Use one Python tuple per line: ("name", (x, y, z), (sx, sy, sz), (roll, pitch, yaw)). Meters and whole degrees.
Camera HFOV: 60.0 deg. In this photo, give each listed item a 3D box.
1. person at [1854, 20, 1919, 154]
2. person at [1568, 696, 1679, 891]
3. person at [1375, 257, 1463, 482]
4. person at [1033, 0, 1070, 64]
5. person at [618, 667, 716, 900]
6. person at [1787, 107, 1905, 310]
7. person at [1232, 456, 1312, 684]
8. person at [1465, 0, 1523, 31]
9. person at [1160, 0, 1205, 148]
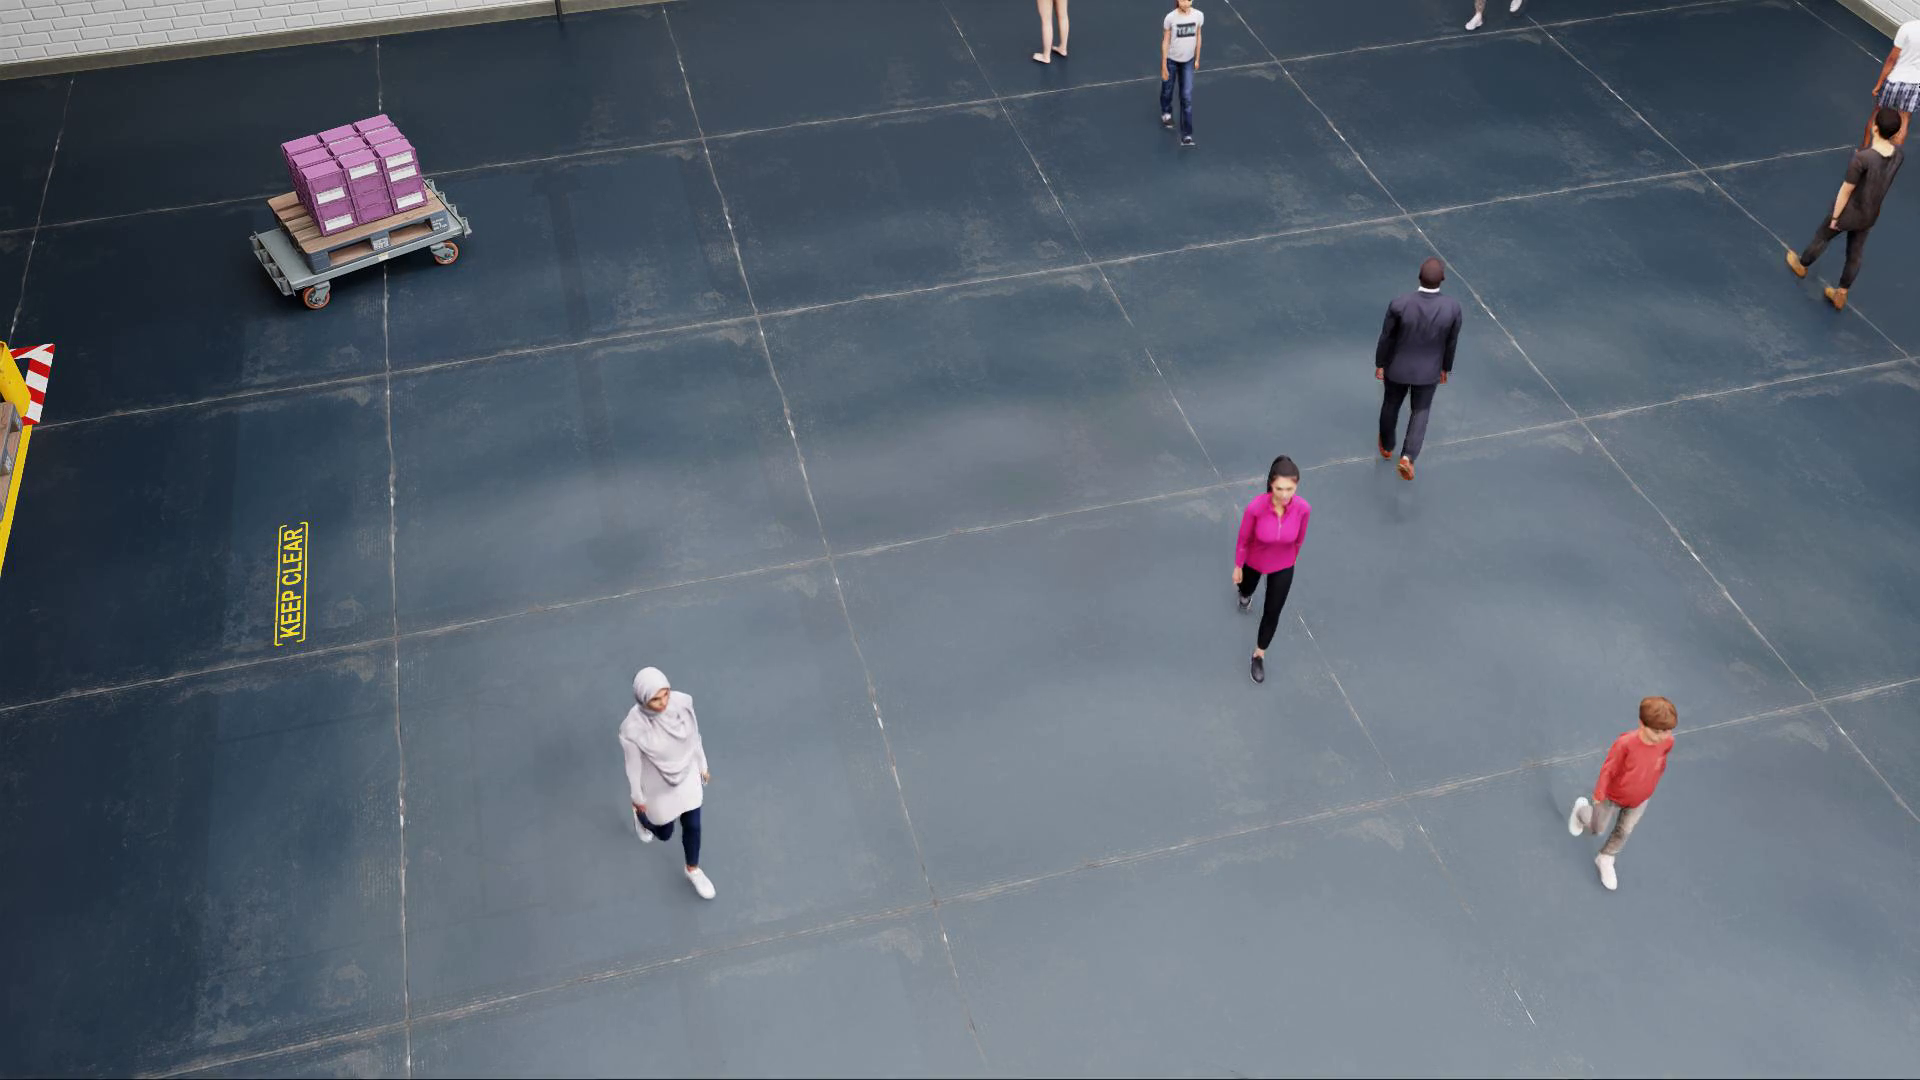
("person", (8.549, -4.119, 15.013), (0.875, 1.746, 0.947), (16, 46, 16))
("person", (3.777, 1.371, 9.495), (0.612, 1.410, 0.785), (-2, 44, -2))
("person", (3.246, -1.186, 11.889), (0.950, 1.809, 1.068), (10, 44, 10))
("person", (0.939, -5.583, 16.620), (0.661, 1.650, 0.644), (-29, 51, -27))
("person", (-1.671, 1.301, 9.314), (0.834, 1.759, 1.016), (-29, 51, -27))
("person", (7.326, -2.649, 13.516), (0.739, 1.683, 1.007), (-2, 44, -2))
("person", (1.961, 0.078, 10.662), (0.803, 1.671, 1.140), (2, 44, 2))
("person", (5.663, -6.160, 17.103), (1.061, 1.819, 1.054), (34, 53, 30))
("person", (2.025, -4.524, 15.606), (0.674, 1.515, 1.095), (-4, 44, -4))
